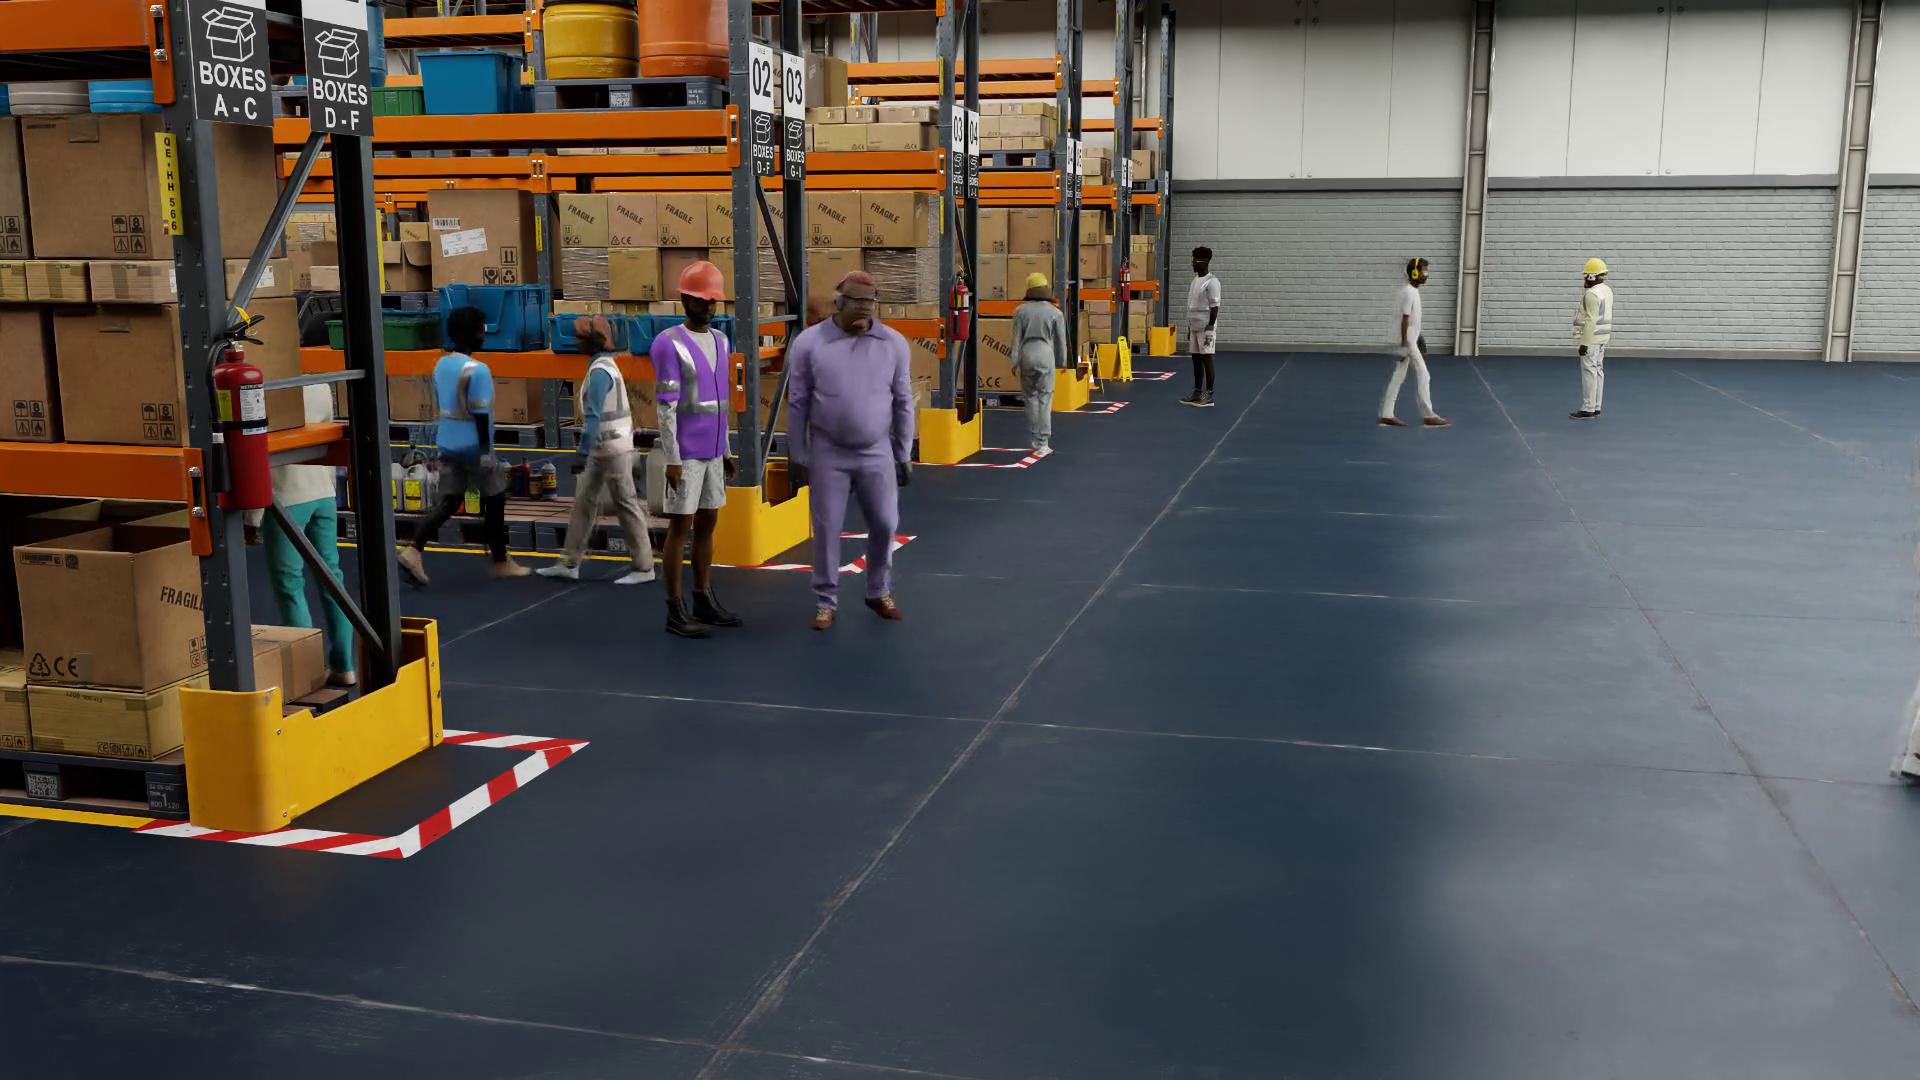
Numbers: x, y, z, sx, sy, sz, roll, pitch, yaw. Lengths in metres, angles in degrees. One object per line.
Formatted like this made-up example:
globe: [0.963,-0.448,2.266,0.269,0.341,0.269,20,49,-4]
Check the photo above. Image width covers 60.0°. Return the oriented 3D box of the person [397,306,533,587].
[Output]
person: [-2.950,-0.542,9.787,0.543,1.665,0.787,9,14,42]

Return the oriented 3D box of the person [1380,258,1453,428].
person: [5.028,-2.139,18.161,0.863,1.836,0.541,2,10,11]

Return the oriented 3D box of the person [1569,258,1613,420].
person: [7.211,-2.291,19.010,0.404,1.830,0.603,8,13,37]

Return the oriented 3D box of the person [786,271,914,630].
person: [-0.580,-0.454,8.752,0.673,1.902,0.459,-3,11,-14]

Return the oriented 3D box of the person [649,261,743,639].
person: [-1.345,-0.468,8.634,0.376,1.933,0.544,6,12,30]

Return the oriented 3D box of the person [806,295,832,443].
person: [-1.075,-1.125,13.150,0.473,1.617,0.504,4,11,19]

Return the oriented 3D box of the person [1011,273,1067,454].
person: [0.761,-1.698,16.016,0.528,1.710,0.690,2,10,10]

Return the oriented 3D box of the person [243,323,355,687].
person: [-2.986,-0.162,7.415,0.338,1.763,0.528,4,11,20]

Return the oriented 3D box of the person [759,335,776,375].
person: [-2.258,-2.465,19.409,0.407,2.036,0.606,1,10,8]

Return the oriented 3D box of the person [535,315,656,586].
person: [-2.170,-0.506,9.754,0.775,1.604,0.517,-3,11,-15]

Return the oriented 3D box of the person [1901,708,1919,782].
person: [3.958,0.144,6.177,0.895,1.585,0.524,-2,10,-10]

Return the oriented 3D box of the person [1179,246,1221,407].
person: [2.974,-2.629,20.511,0.367,1.966,0.606,-4,11,-20]
